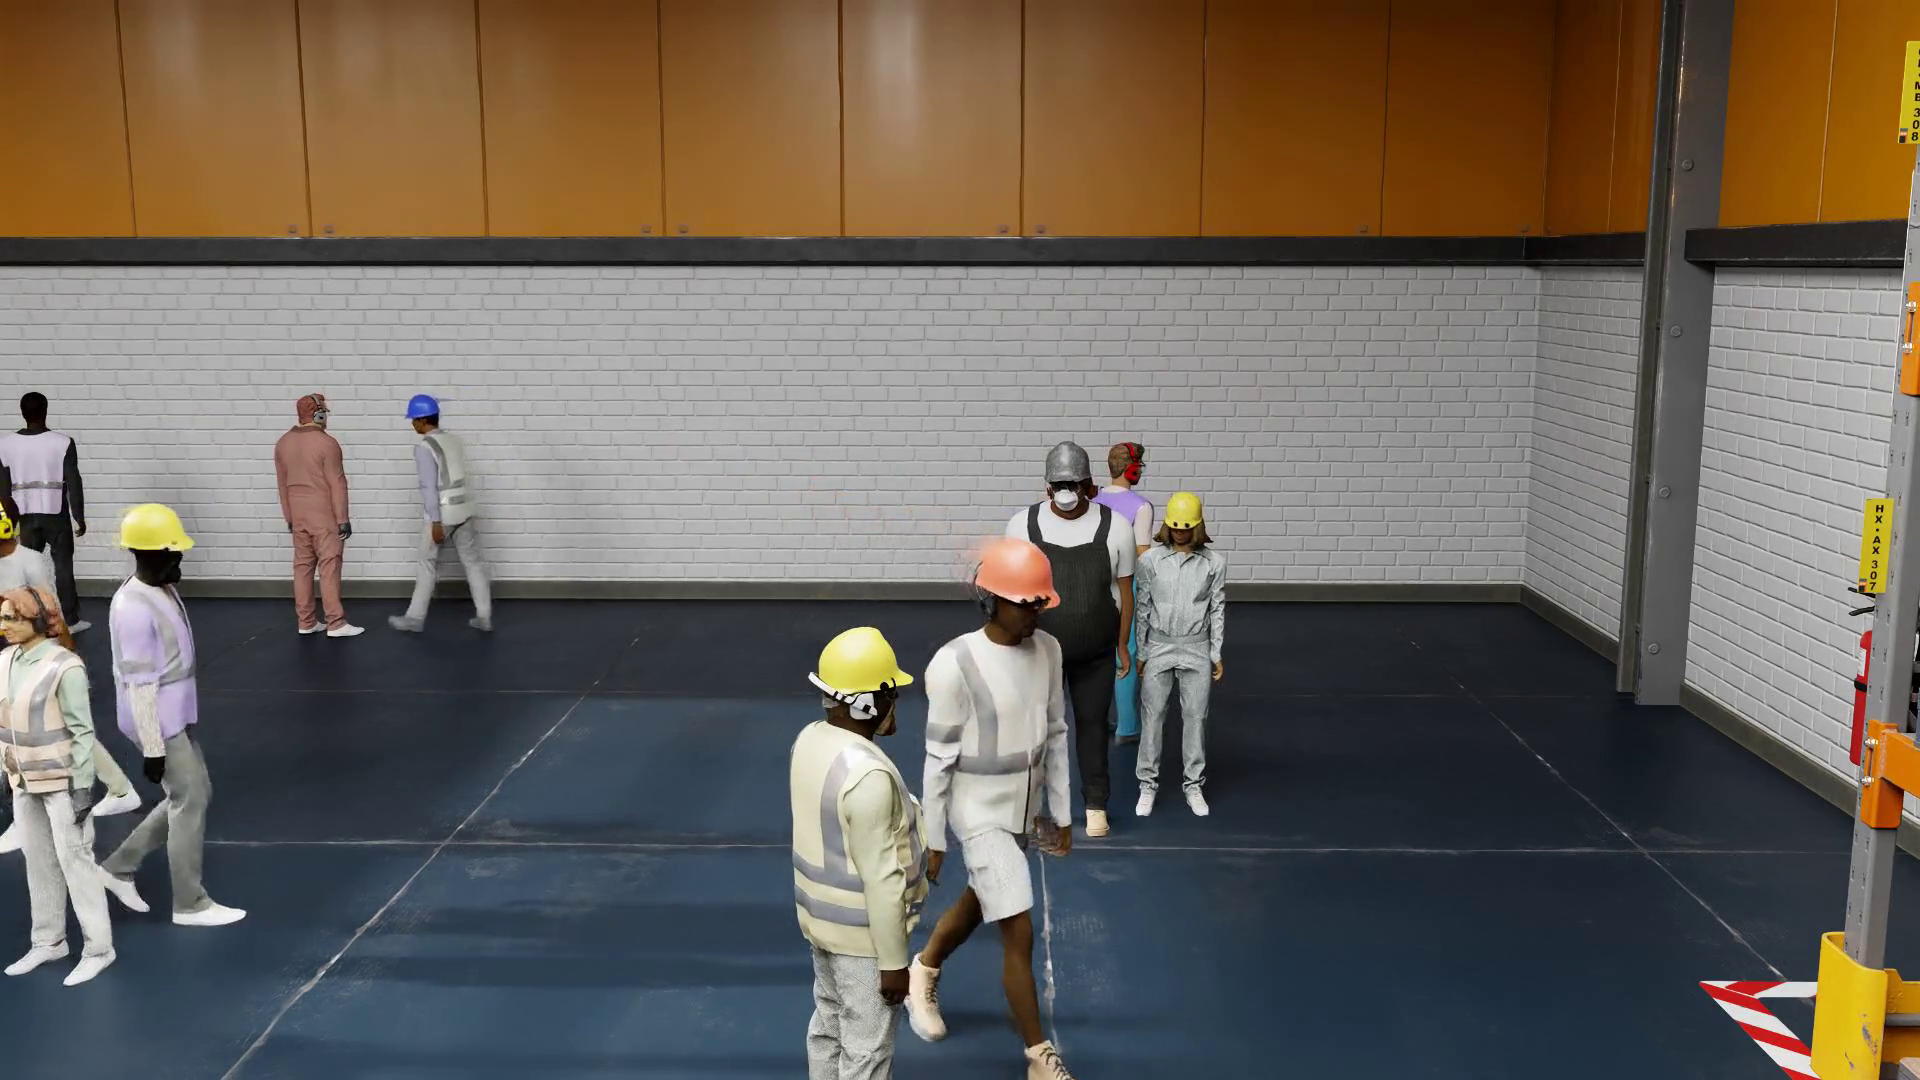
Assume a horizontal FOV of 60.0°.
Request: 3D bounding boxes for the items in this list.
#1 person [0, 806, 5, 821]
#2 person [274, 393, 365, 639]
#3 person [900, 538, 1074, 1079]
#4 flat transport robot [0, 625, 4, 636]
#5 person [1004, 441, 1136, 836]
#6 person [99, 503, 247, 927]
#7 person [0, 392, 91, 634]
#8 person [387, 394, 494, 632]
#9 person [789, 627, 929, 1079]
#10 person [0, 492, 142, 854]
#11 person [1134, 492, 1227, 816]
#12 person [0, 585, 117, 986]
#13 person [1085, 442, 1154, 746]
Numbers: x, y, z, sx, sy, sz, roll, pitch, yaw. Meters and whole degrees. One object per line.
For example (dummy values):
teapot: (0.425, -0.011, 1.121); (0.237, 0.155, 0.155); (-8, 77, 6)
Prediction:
person: (-5.242, 0.639, 8.384); (0.356, 1.808, 0.635); (7, 12, 37)
person: (-5.000, -0.186, 12.987); (0.637, 1.911, 0.403); (5, 11, 26)
person: (0.099, 0.953, 5.968); (1.073, 1.986, 0.613); (9, 13, 43)
flat transport robot: (-7.965, 0.631, 12.983); (1.431, 0.197, 0.652); (-5, 11, -26)
person: (0.545, 0.508, 8.432); (0.687, 2.000, 0.535); (1, 10, 5)
person: (-3.486, 0.775, 7.233); (0.532, 1.901, 0.614); (-3, 10, -18)
person: (-7.174, -0.200, 13.027); (0.595, 1.921, 0.386); (-2, 10, -10)
person: (-4.113, -0.200, 13.168); (0.834, 1.891, 0.645); (3, 10, 15)
person: (-0.299, 1.168, 5.099); (0.404, 1.833, 0.590); (-5, 11, -26)
person: (-4.628, 0.630, 8.459); (0.546, 1.809, 0.833); (9, 13, 42)
person: (1.156, 0.605, 8.766); (0.483, 1.735, 0.311); (0, 9, 2)
person: (-3.711, 0.994, 6.759); (0.536, 1.639, 0.325); (5, 11, 26)
person: (0.950, 0.326, 10.104); (0.372, 1.843, 0.571); (-7, 12, -38)
